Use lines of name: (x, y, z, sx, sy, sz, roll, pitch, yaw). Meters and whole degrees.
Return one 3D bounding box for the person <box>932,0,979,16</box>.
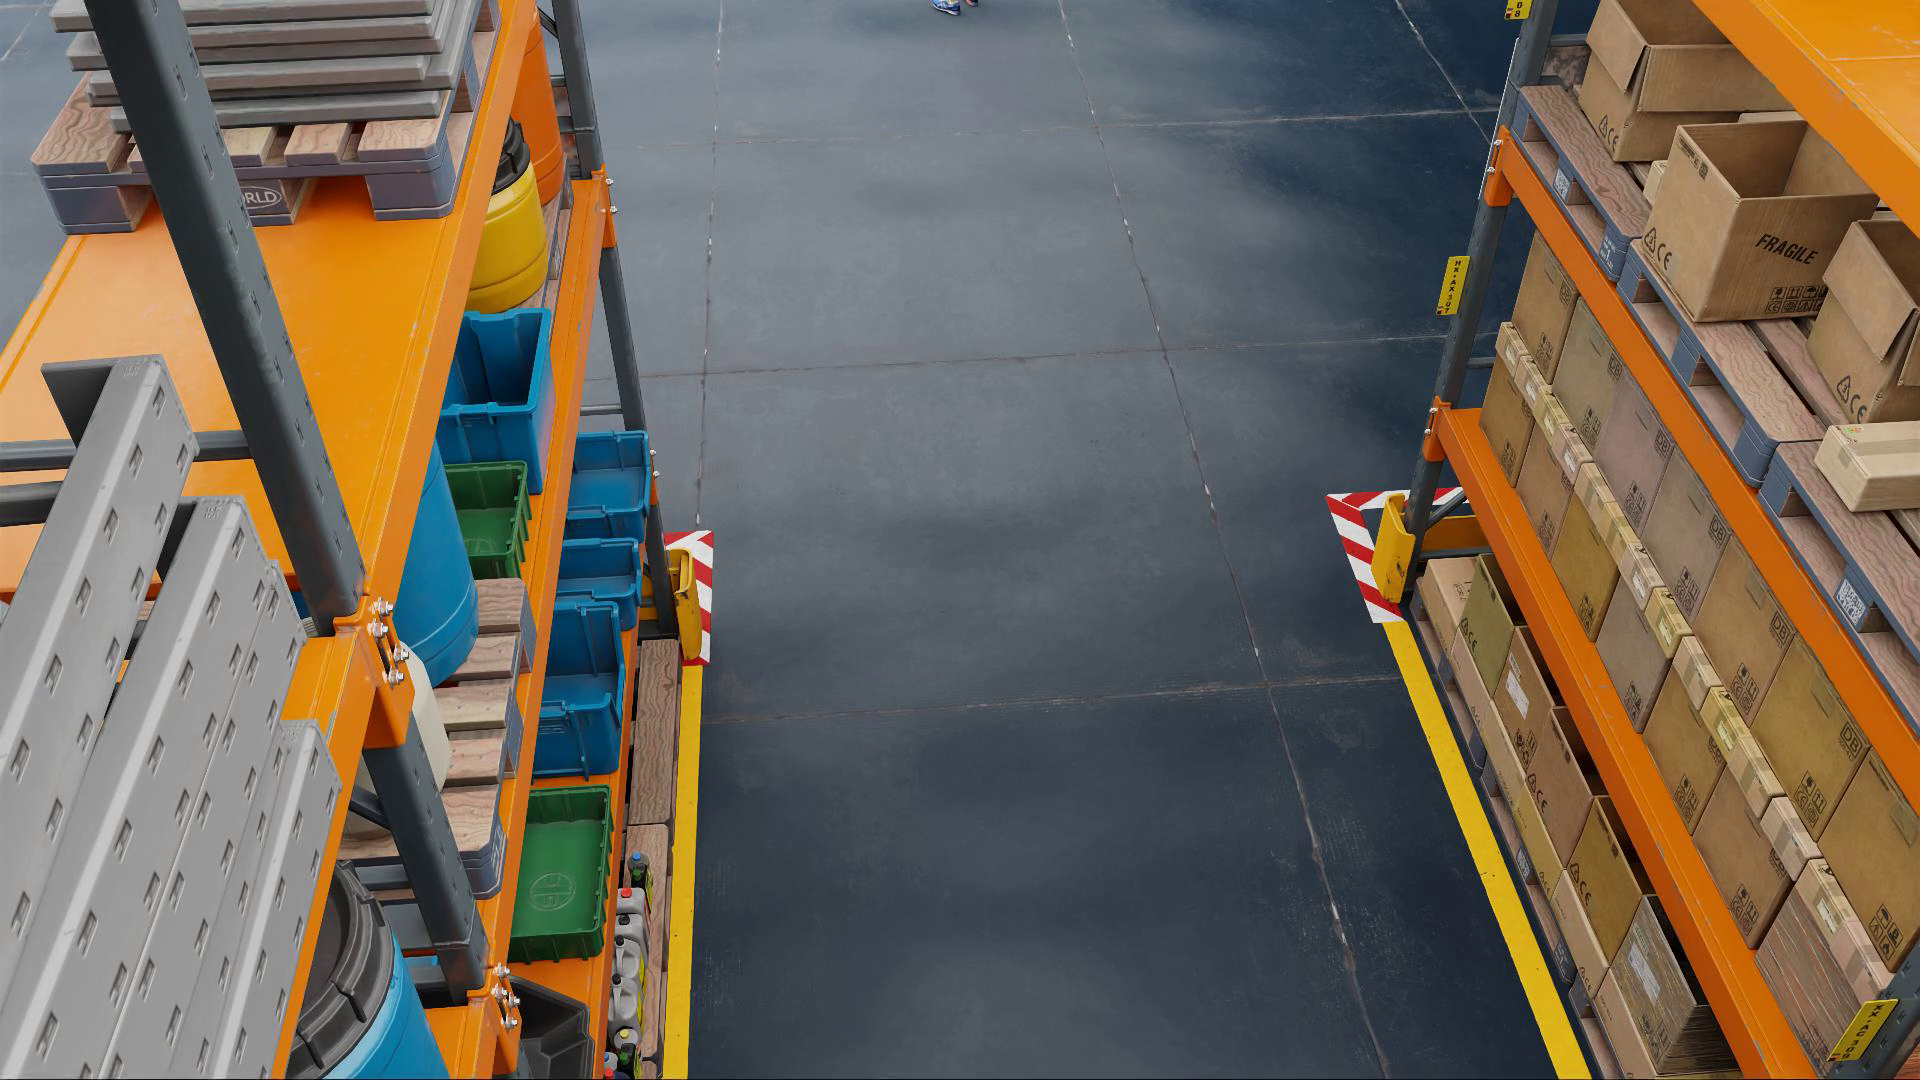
person: (-0.003, -5.418, 14.100, 0.705, 1.870, 0.746, -32, 51, -30)
